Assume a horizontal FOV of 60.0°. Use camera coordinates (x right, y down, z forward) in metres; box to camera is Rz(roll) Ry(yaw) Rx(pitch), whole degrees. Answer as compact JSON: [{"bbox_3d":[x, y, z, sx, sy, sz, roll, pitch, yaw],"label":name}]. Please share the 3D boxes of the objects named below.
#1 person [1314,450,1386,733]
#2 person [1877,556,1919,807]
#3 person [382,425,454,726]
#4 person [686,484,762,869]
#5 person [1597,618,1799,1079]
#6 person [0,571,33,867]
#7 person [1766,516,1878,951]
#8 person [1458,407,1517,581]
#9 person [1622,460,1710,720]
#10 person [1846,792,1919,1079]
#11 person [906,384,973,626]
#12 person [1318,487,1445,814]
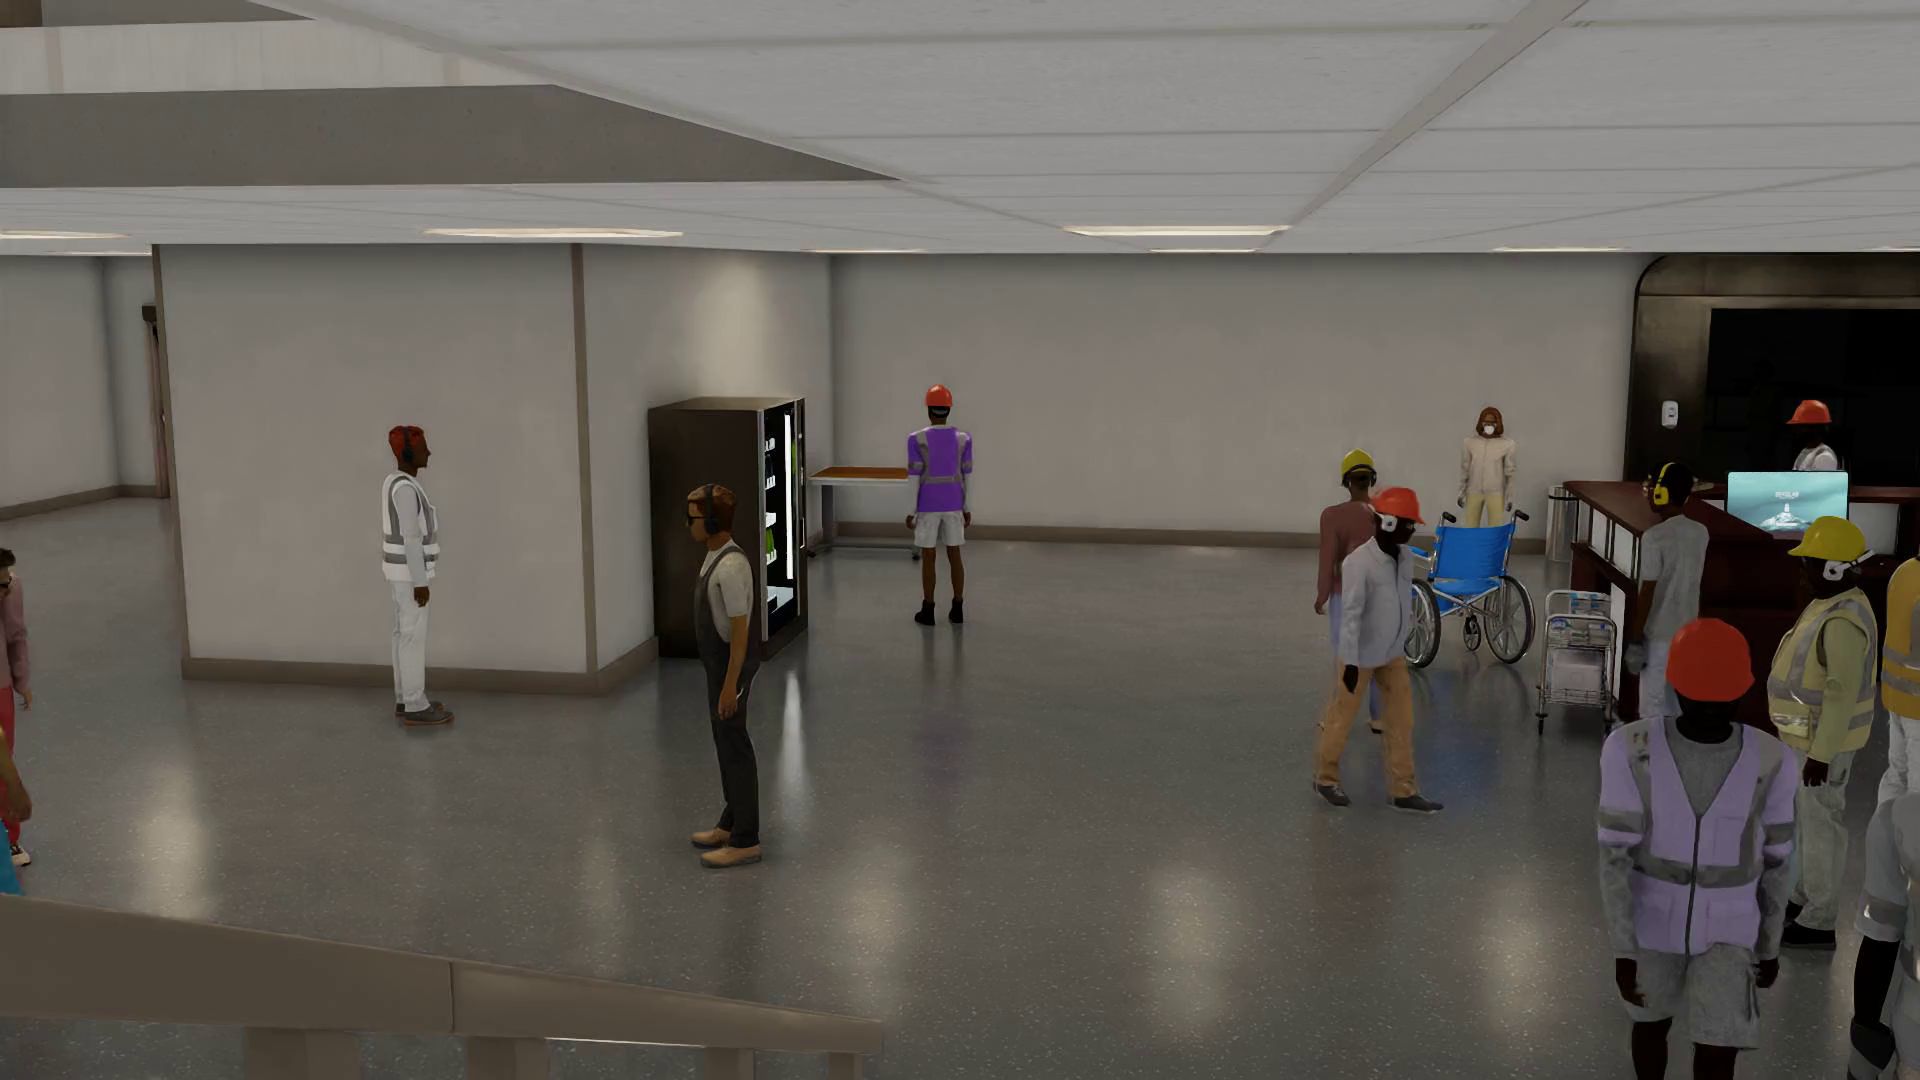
[{"bbox_3d":[2.431,0.326,10.214,0.524,1.760,0.328,-2,9,-10],"label":"person"},{"bbox_3d":[4.309,0.755,7.344,0.429,1.837,0.629,1,9,8],"label":"person"},{"bbox_3d":[-3.441,0.221,10.463,0.354,1.883,0.573,-5,10,-26],"label":"person"},{"bbox_3d":[-1.128,0.644,7.971,0.325,1.842,0.513,-2,10,-15],"label":"person"},{"bbox_3d":[2.134,1.134,4.873,0.548,1.876,1.032,3,10,20],"label":"person"},{"bbox_3d":[-4.652,0.709,7.819,0.527,1.765,0.328,-7,12,-38],"label":"person"},{"bbox_3d":[3.612,0.806,7.011,0.404,1.833,0.587,4,10,23],"label":"person"},{"bbox_3d":[4.776,-0.397,15.089,0.504,1.627,0.285,5,11,29],"label":"person"},{"bbox_3d":[3.682,0.516,8.721,0.505,1.864,0.333,-6,11,-33],"label":"person"},{"bbox_3d":[2.443,1.244,3.963,0.611,1.951,0.388,7,12,38],"label":"person"},{"bbox_3d":[-0.175,-0.281,13.394,0.553,1.935,0.364,-3,10,-18],"label":"person"},{"bbox_3d":[2.226,0.588,8.687,0.632,1.712,0.783,-7,11,-36],"label":"person"}]
